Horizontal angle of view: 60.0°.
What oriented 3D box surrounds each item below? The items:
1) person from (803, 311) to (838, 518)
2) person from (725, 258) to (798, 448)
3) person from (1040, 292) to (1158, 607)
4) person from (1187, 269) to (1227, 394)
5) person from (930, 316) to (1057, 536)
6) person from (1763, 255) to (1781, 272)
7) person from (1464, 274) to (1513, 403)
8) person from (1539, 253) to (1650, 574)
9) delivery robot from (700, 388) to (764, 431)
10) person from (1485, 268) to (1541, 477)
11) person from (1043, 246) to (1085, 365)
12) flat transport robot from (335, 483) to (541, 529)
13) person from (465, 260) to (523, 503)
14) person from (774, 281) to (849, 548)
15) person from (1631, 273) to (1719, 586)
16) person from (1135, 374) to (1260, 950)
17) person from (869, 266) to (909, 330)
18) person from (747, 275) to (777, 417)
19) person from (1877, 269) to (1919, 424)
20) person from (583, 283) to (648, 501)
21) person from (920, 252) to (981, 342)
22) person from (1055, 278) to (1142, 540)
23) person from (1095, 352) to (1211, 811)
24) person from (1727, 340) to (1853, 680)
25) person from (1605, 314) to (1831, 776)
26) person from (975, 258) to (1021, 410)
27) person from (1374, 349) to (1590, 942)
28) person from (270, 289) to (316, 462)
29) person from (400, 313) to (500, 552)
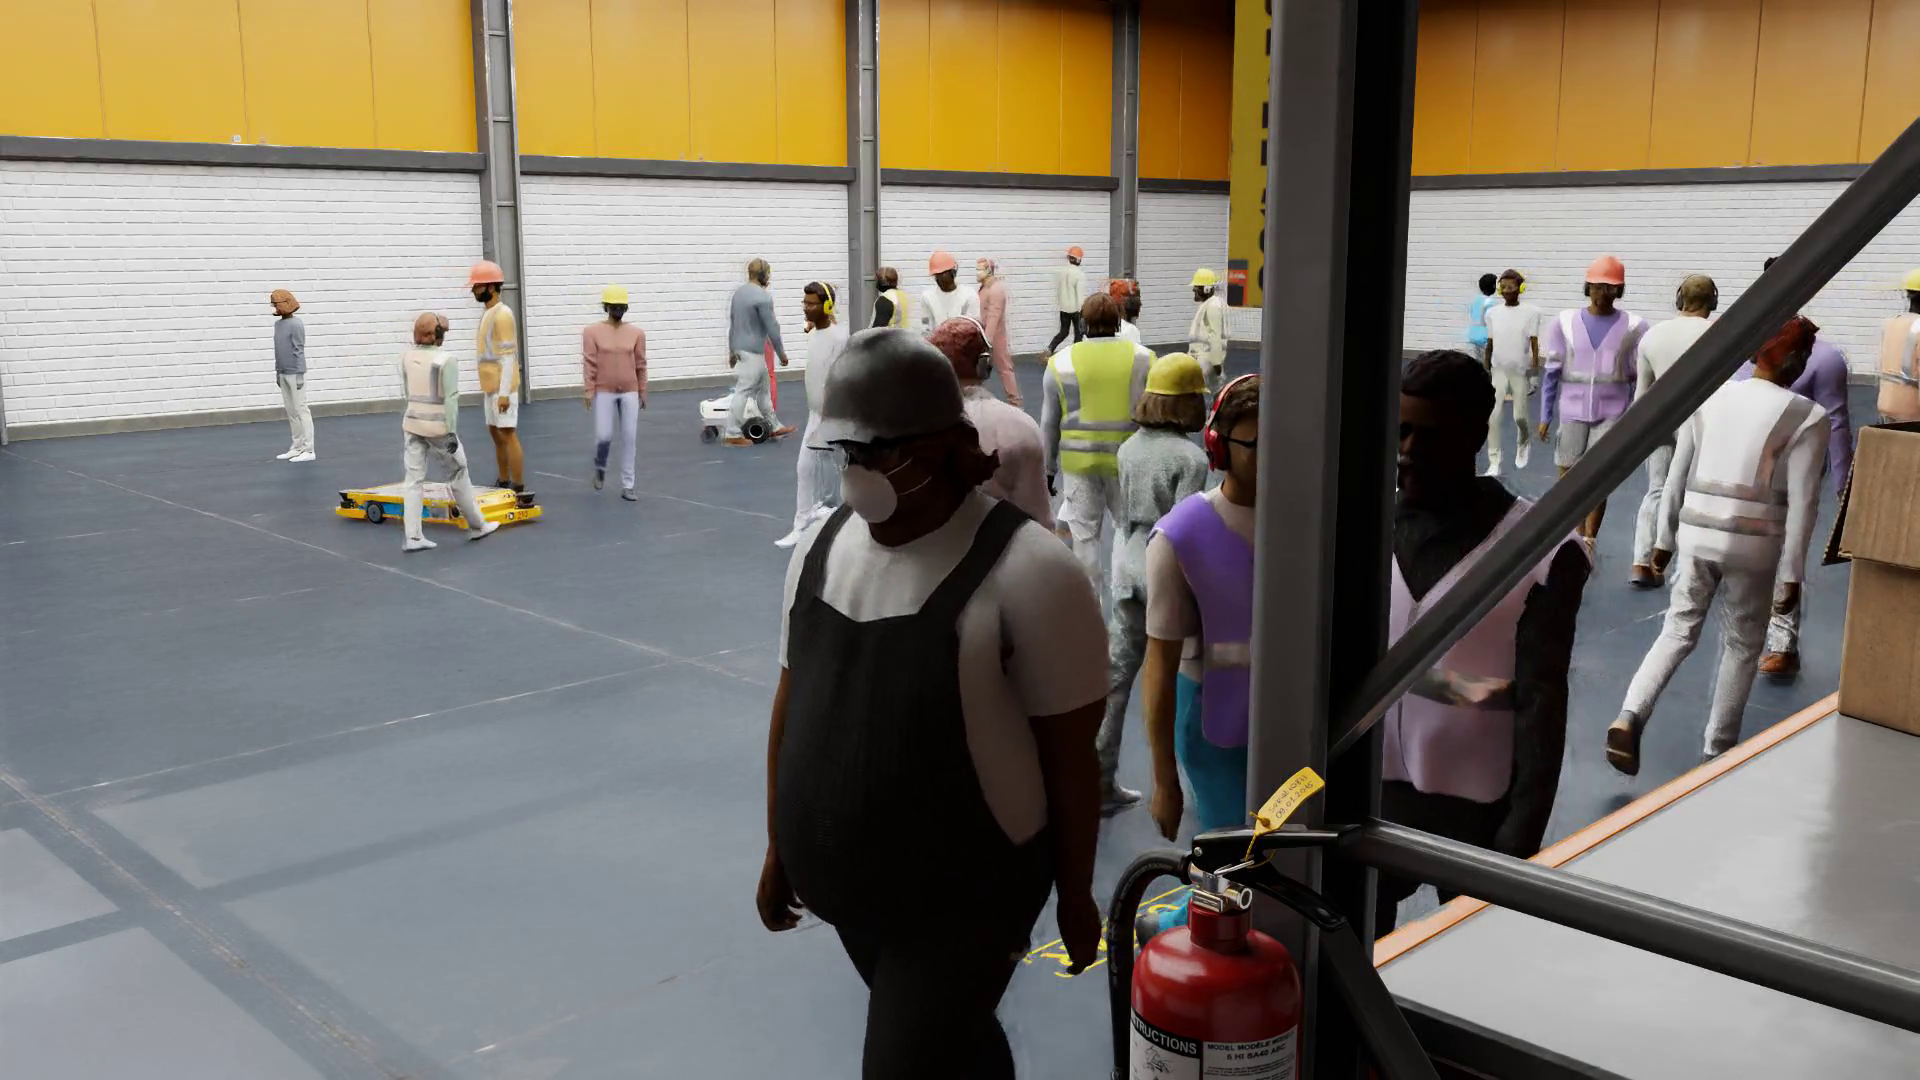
[{"bbox_3d":[-1.063,-0.989,12.642,0.278,1.636,0.506,-1,10,-6],"label":"person"},{"bbox_3d":[-1.996,-1.889,16.829,0.972,1.890,0.630,-6,12,-30],"label":"person"},{"bbox_3d":[0.743,-0.387,8.812,0.659,1.831,0.434,1,10,3],"label":"person"},{"bbox_3d":[2.516,-1.945,17.461,0.947,1.774,0.597,1,10,8],"label":"person"},{"bbox_3d":[0.004,0.144,5.864,0.659,1.862,0.994,4,11,20],"label":"person"},{"bbox_3d":[6.821,-1.418,14.083,0.371,1.963,0.608,-1,10,-7],"label":"person"},{"bbox_3d":[6.642,-2.537,21.044,0.861,1.647,0.544,-3,11,-15],"label":"person"},{"bbox_3d":[4.078,-0.827,10.709,0.622,2.028,0.772,5,12,25],"label":"person"},{"bbox_3d":[-2.323,-1.335,17.222,0.707,0.478,0.477,0,10,-1],"label":"delivery robot"},{"bbox_3d":[4.945,-1.503,14.884,0.516,1.846,0.813,6,12,28],"label":"person"},{"bbox_3d":[1.727,-3.705,26.550,0.796,1.974,0.628,-9,14,-41],"label":"person"},{"bbox_3d":[-3.918,-0.273,12.462,1.431,0.197,0.652,5,12,26],"label":"flat transport robot"},{"bbox_3d":[-3.654,-1.216,13.061,0.369,1.935,0.553,-6,12,-29],"label":"person"},{"bbox_3d":[-0.857,-0.885,11.545,0.946,1.831,0.527,-9,14,-40],"label":"person"},{"bbox_3d":[4.392,-0.655,10.084,0.840,1.911,0.647,-9,14,-40],"label":"person"},{"bbox_3d":[0.682,0.493,4.067,0.594,1.813,0.710,-7,13,-35],"label":"person"},{"bbox_3d":[-0.729,-2.048,17.967,0.912,1.809,0.631,2,11,12],"label":"person"},{"bbox_3d":[-2.324,-2.321,19.551,0.328,1.767,0.530,0,10,-2],"label":"person"},{"bbox_3d":[6.528,-0.909,11.428,0.423,1.916,0.604,0,10,0],"label":"person"},{"bbox_3d":[-2.782,-1.199,13.441,0.539,1.754,0.460,-5,12,-25],"label":"person"},{"bbox_3d":[-0.084,-1.778,16.052,0.627,1.975,1.025,1,10,7],"label":"person"},{"bbox_3d":[1.073,-0.908,11.664,0.986,1.840,0.571,-2,11,-12],"label":"person"},{"bbox_3d":[0.810,0.149,6.240,0.887,1.691,0.510,-7,13,-34],"label":"person"},{"bbox_3d":[3.913,-0.279,8.053,0.677,1.898,0.659,-7,12,-32],"label":"person"},{"bbox_3d":[2.886,0.058,6.331,0.761,1.855,0.618,-8,13,-39],"label":"person"},{"bbox_3d":[0.280,-2.396,19.707,0.979,1.852,0.669,-3,11,-17],"label":"person"},{"bbox_3d":[0.977,0.555,3.504,0.594,1.896,0.667,10,14,44],"label":"person"},{"bbox_3d":[-6.345,-1.558,15.769,0.502,1.627,0.269,10,14,42],"label":"person"},{"bbox_3d":[-3.537,-0.746,11.388,0.536,1.595,0.809,5,12,26],"label":"person"}]
